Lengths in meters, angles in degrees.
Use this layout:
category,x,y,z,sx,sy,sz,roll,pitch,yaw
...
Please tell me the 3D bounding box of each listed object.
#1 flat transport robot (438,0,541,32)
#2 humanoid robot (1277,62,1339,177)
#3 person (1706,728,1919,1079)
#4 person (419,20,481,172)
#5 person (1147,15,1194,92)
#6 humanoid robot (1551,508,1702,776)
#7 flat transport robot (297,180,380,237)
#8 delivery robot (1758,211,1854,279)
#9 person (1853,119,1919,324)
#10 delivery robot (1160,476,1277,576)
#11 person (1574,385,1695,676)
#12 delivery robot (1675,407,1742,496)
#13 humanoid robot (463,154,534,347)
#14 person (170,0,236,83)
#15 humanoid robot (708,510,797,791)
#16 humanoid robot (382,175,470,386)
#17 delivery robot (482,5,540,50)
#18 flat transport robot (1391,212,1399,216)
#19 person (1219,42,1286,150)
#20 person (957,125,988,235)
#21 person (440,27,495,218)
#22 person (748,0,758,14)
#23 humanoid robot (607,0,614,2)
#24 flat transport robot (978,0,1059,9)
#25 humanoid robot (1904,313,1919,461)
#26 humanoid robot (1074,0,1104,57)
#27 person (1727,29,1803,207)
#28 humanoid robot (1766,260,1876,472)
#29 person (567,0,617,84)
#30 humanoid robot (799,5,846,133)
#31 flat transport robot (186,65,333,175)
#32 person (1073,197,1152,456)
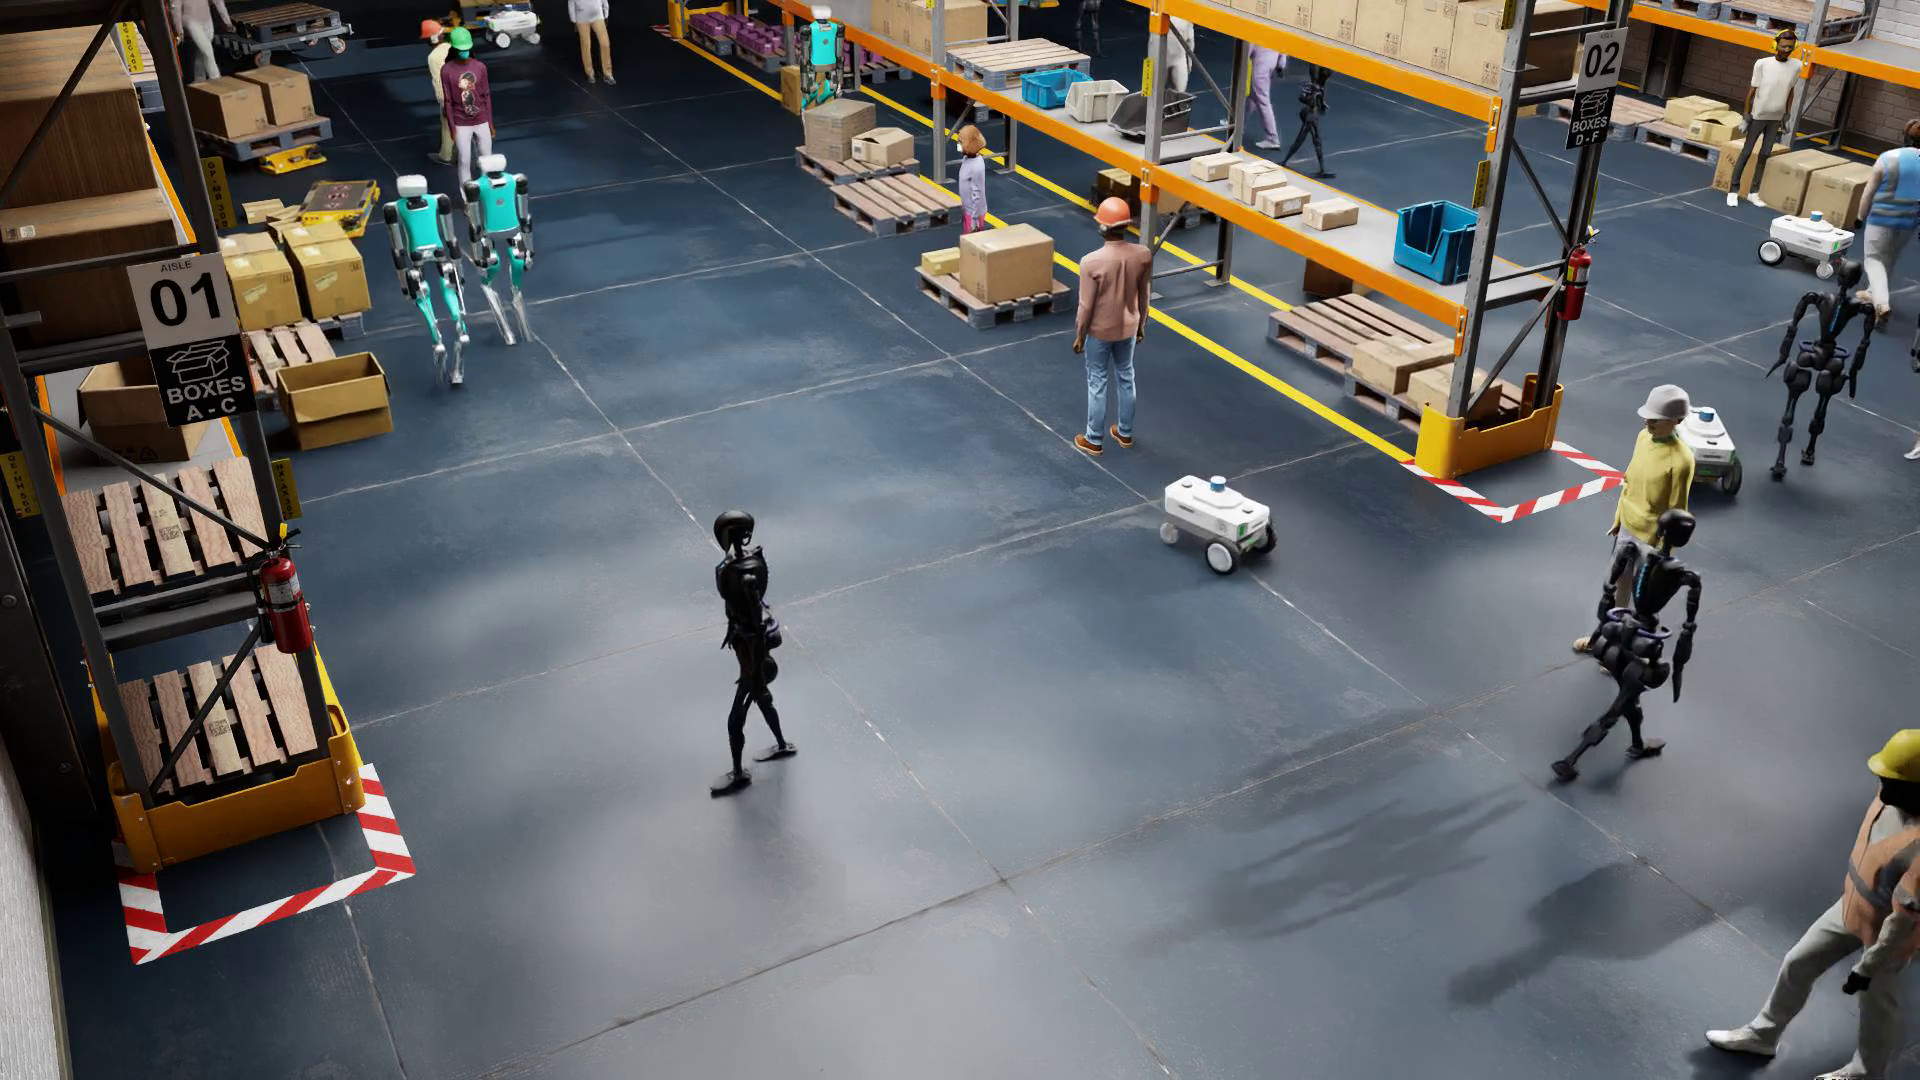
category,x,y,z,sx,sy,sz,roll,pitch,yaw
flat transport robot,-7.116,-7.880,25.127,1.431,0.231,0.659,-12,32,-19
humanoid robot,3.928,-4.856,18.496,0.740,1.632,0.596,12,32,20
person,3.728,1.602,6.987,0.832,1.897,0.603,2,30,3
person,-5.713,-4.975,18.637,0.893,1.682,0.564,18,35,29
person,2.483,-5.606,19.577,0.563,1.859,0.862,0,30,0
humanoid robot,3.669,0.578,9.061,0.794,1.615,0.613,-18,34,-28
flat transport robot,-6.533,-3.483,17.473,0.659,0.231,1.431,-5,30,-8
delivery robot,8.242,-2.895,16.175,0.499,0.607,0.808,-20,36,-31
person,8.339,-2.829,14.799,0.620,1.804,0.846,1,30,2
delivery robot,1.757,-0.143,11.377,0.803,0.601,0.499,26,39,38
person,4.064,-0.062,9.894,0.401,1.887,0.485,-8,31,-13
delivery robot,5.481,-0.705,12.318,0.499,0.564,0.737,5,30,8
humanoid robot,-3.953,-2.446,14.284,0.539,1.869,0.703,-15,33,-25
person,-9.588,-6.537,21.155,0.974,1.885,0.657,13,32,21
humanoid robot,-1.182,0.569,9.014,0.567,1.639,0.616,-12,32,-19
humanoid robot,-4.235,-2.003,13.442,0.540,1.816,0.659,-13,32,-22
delivery robot,-6.500,-7.418,24.027,0.783,0.586,0.499,-20,35,-31
flat transport robot,4.318,-2.942,16.531,0.659,0.231,1.431,-9,31,-16
person,3.467,-5.569,19.525,1.000,1.841,0.665,25,38,36
person,0.104,-3.001,15.271,0.285,1.628,0.499,-5,30,-9
person,-5.100,-4.361,17.319,0.489,1.948,0.427,-16,33,-25
person,-3.033,-8.913,25.387,0.805,1.808,0.544,6,30,10
humanoid robot,-5.750,-9.283,26.159,0.610,1.652,0.384,10,31,16
flat transport robot,0.822,-8.604,26.387,1.431,0.231,0.659,-2,30,-4
humanoid robot,7.396,-1.364,12.344,0.677,1.827,0.533,-24,37,-35
humanoid robot,1.784,-7.574,23.190,0.567,1.639,0.611,10,31,16
person,8.507,-4.441,17.536,0.524,1.869,0.312,1,30,2
humanoid robot,6.306,-1.276,12.249,0.610,1.652,0.598,12,32,20
person,-4.845,-6.864,21.885,0.579,1.727,0.684,-15,33,-25
humanoid robot,-1.635,-5.281,18.999,0.533,1.672,0.735,-13,32,-21
flat transport robot,-8.044,-4.511,19.262,1.431,0.231,0.659,22,36,33
person,1.122,-1.590,12.448,0.623,1.991,0.389,-14,33,-23
